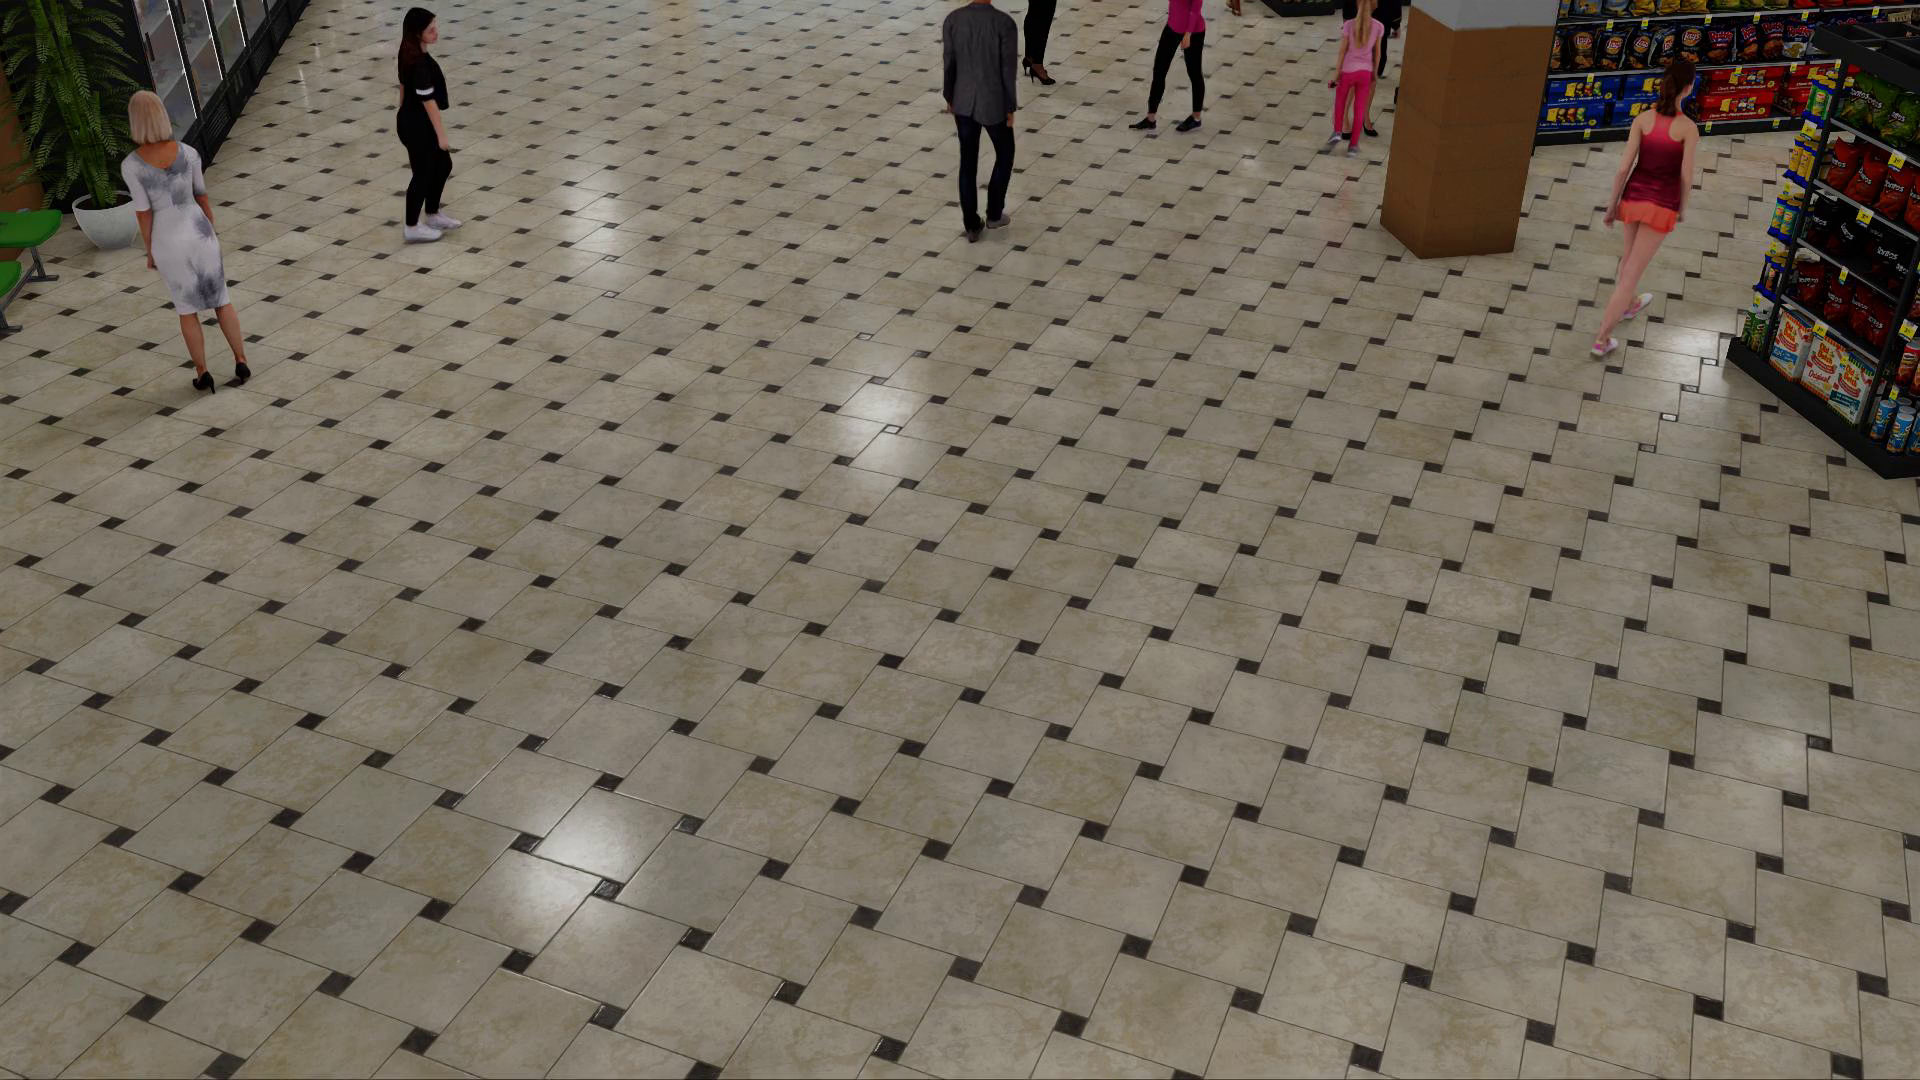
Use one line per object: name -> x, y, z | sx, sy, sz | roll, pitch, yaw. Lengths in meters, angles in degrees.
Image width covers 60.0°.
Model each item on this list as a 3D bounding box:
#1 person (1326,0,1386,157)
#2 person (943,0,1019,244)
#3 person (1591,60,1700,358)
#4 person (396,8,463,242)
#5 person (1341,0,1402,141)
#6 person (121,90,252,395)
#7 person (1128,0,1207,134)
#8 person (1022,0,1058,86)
person -> 3.106, -3.656, 13.028 | 0.551, 1.256, 0.630 | 4, 32, 7
person -> 0.125, -2.909, 11.256 | 0.776, 1.860, 0.891 | 9, 33, 15
person -> 3.994, -1.896, 9.768 | 1.115, 1.712, 0.922 | -25, 40, -35
person -> -3.727, -2.791, 11.312 | 0.743, 1.599, 0.679 | -19, 36, -27
person -> 3.270, -4.060, 13.288 | 0.625, 1.666, 0.796 | -11, 34, -17
person -> -4.358, -1.662, 9.354 | 0.588, 1.751, 0.702 | -21, 38, -30
person -> 1.874, -4.087, 13.320 | 0.997, 1.679, 0.814 | -18, 36, -27
person -> 0.706, -4.955, 14.562 | 0.572, 1.842, 0.634 | -5, 32, -8
